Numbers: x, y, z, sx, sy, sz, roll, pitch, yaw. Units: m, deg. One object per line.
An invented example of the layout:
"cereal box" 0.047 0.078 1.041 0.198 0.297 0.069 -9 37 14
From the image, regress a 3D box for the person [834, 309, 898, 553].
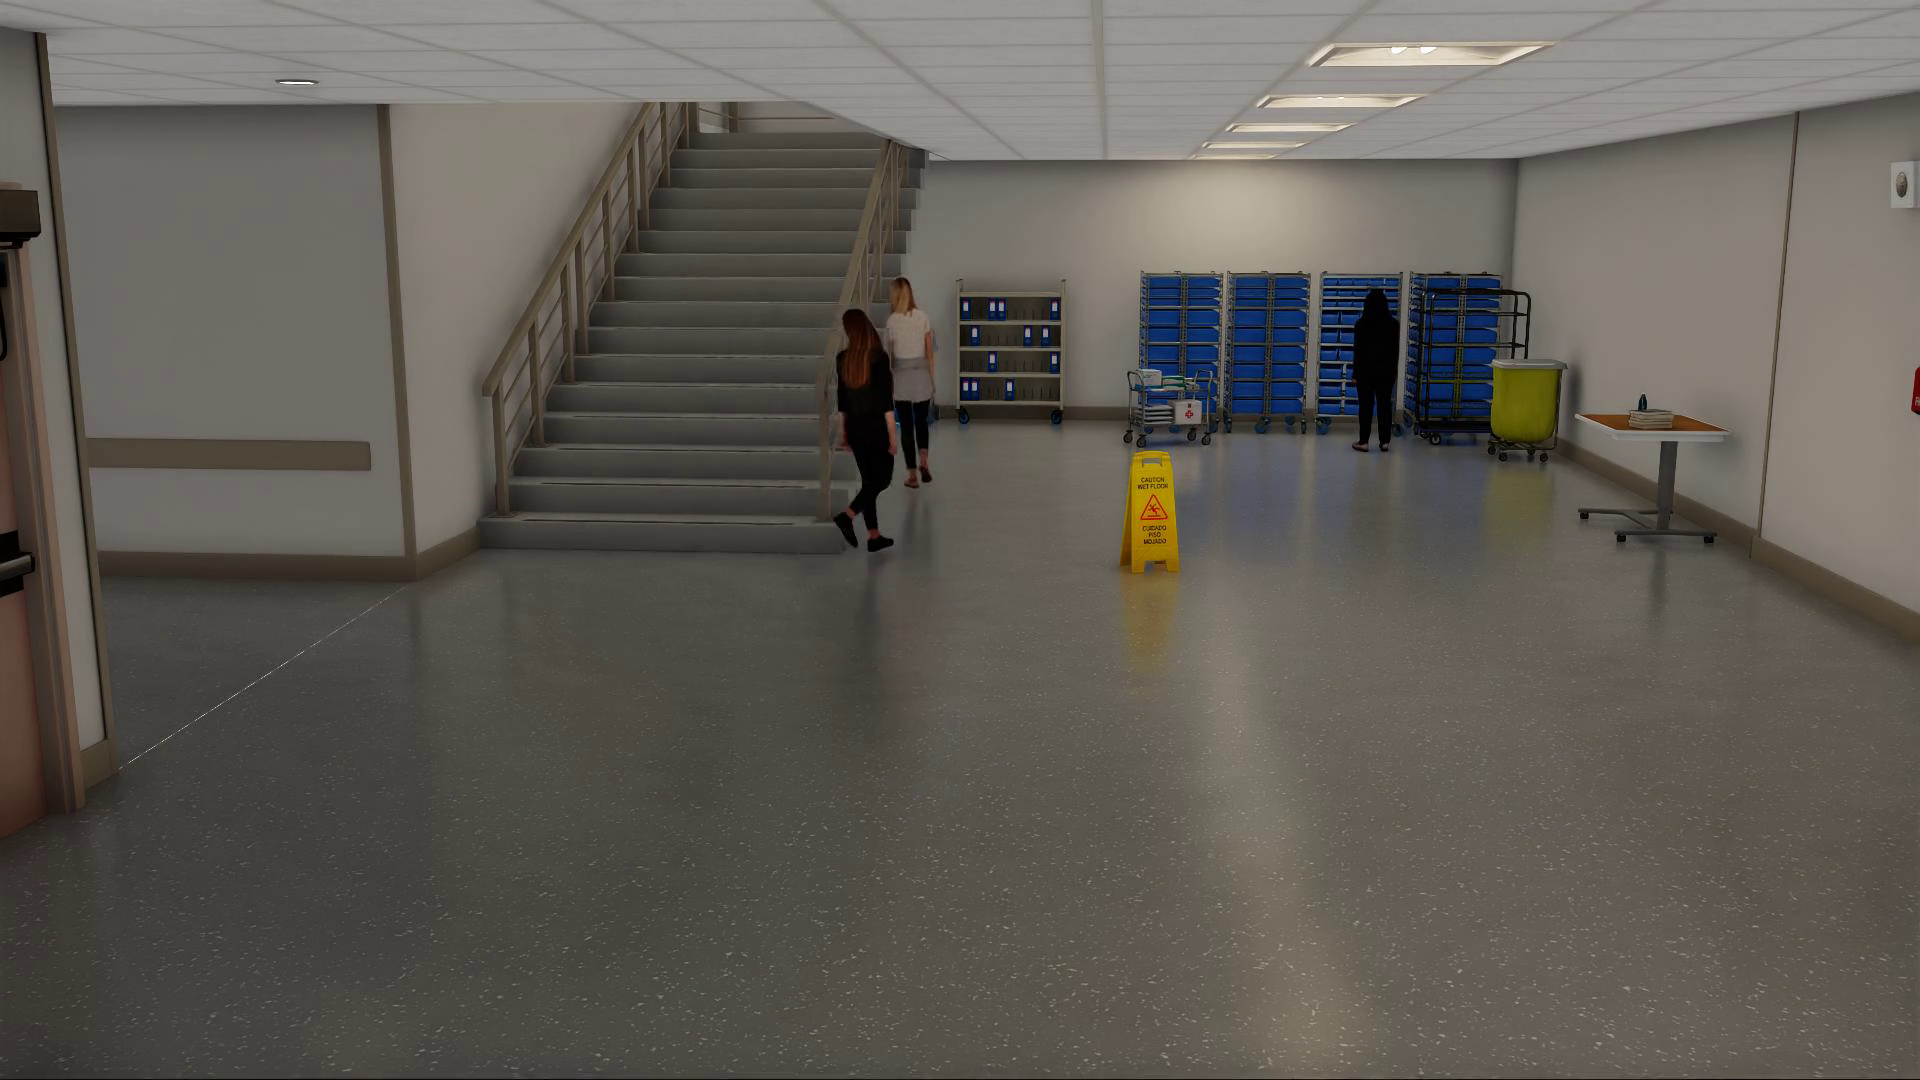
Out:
"person" -0.697 -0.718 11.394 0.896 1.676 1.010 9 14 39

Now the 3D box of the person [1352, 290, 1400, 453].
"person" 4.189 -1.707 16.770 0.698 1.617 0.694 -2 11 -8

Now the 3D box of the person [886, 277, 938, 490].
"person" -0.409 -1.310 14.168 0.742 1.807 0.811 -2 11 -11
